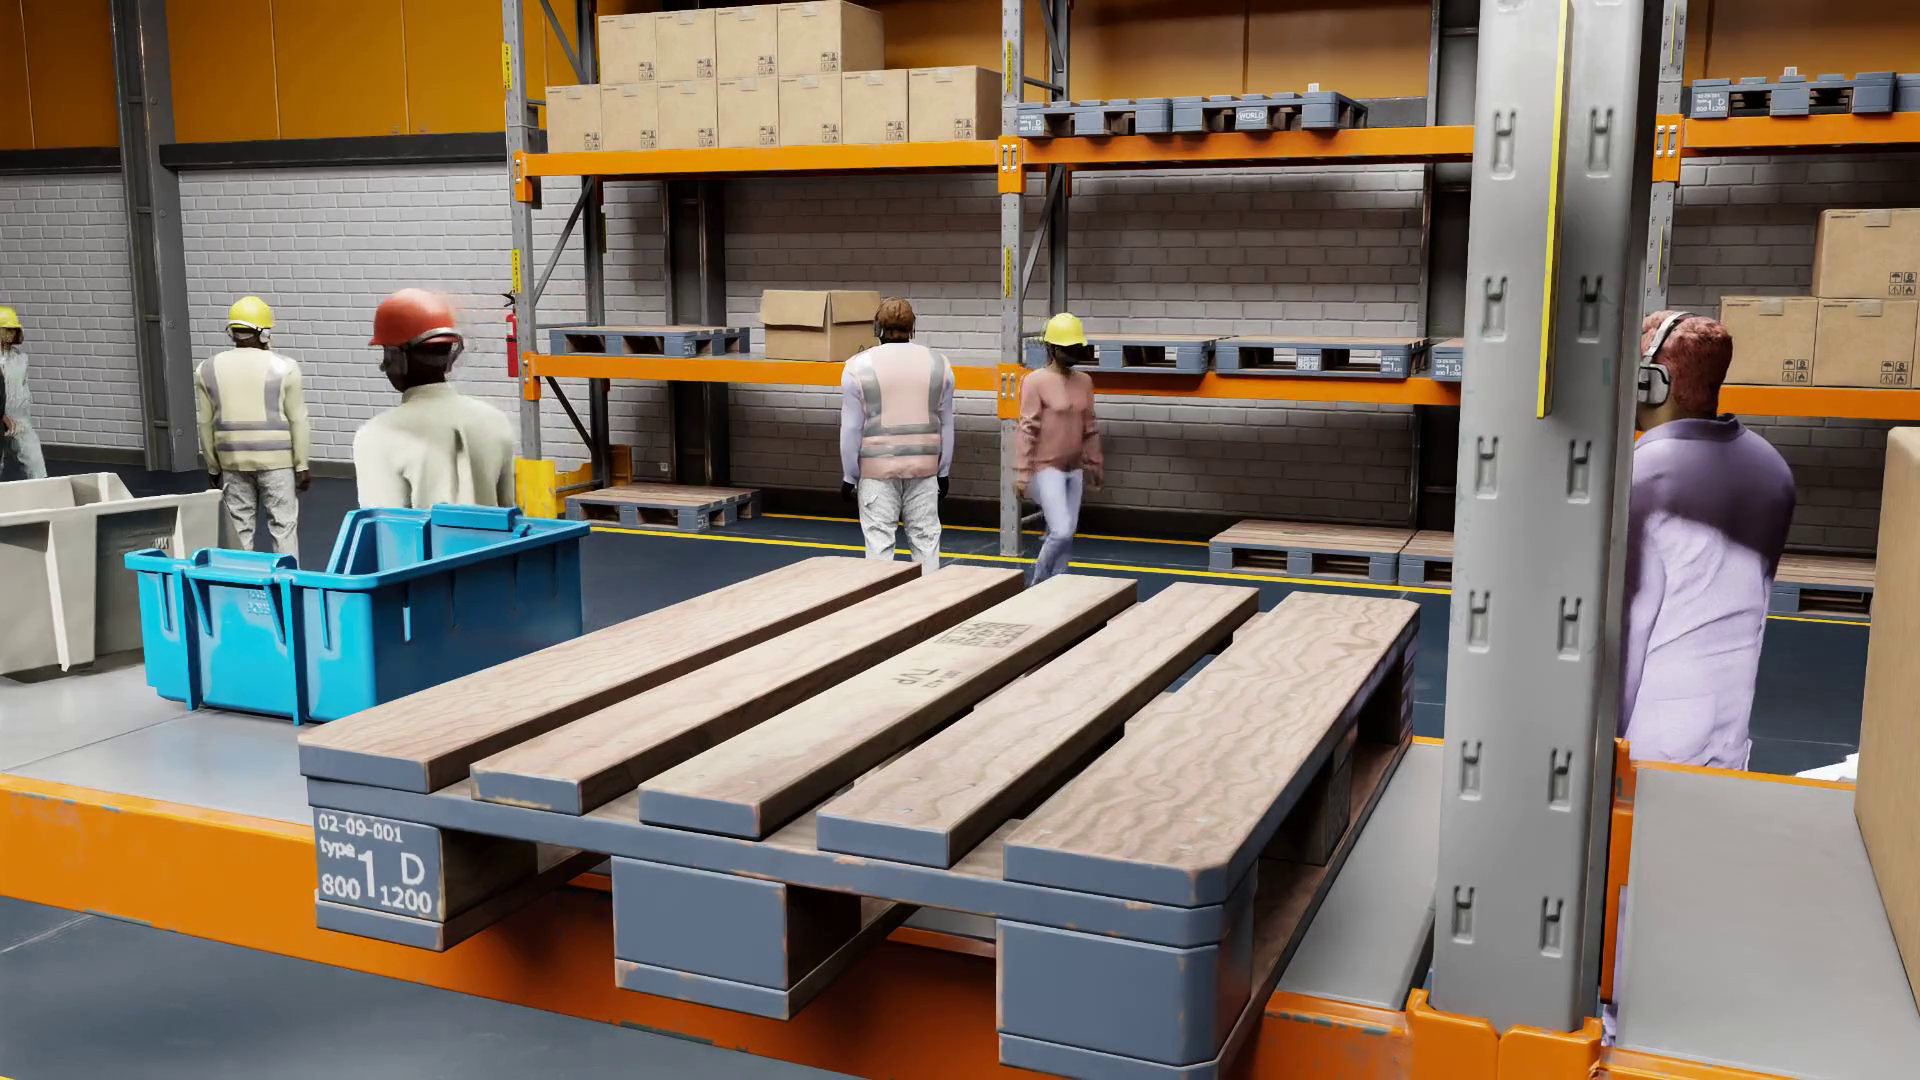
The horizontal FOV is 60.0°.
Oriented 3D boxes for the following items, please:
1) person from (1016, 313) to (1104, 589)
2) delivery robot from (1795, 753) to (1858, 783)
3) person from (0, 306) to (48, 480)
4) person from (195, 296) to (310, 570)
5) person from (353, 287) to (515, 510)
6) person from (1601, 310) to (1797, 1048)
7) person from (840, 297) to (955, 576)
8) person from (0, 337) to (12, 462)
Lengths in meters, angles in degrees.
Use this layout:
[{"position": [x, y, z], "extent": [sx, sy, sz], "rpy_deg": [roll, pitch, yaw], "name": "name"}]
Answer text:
[{"position": [0.566, -0.384, 9.236], "extent": [0.625, 1.742, 0.410], "rpy_deg": [-9, 13, -43], "name": "person"}, {"position": [2.993, 0.826, 5.289], "extent": [0.707, 0.478, 0.477], "rpy_deg": [-5, 11, -28], "name": "delivery robot"}, {"position": [-6.868, -0.831, 12.068], "extent": [0.781, 1.705, 0.493], "rpy_deg": [4, 10, 22], "name": "person"}, {"position": [-3.954, -0.447, 9.371], "extent": [0.591, 1.833, 0.404], "rpy_deg": [-1, 9, -3], "name": "person"}, {"position": [-1.552, 0.200, 5.148], "extent": [0.991, 1.959, 0.635], "rpy_deg": [6, 11, 30], "name": "person"}, {"position": [1.680, 0.409, 4.023], "extent": [0.638, 1.911, 0.402], "rpy_deg": [-6, 11, -32], "name": "person"}, {"position": [-0.339, -0.357, 8.810], "extent": [0.622, 1.844, 0.429], "rpy_deg": [-3, 10, -18], "name": "person"}, {"position": [-6.795, -0.885, 11.374], "extent": [0.537, 2.000, 0.683], "rpy_deg": [5, 11, 27], "name": "person"}]
